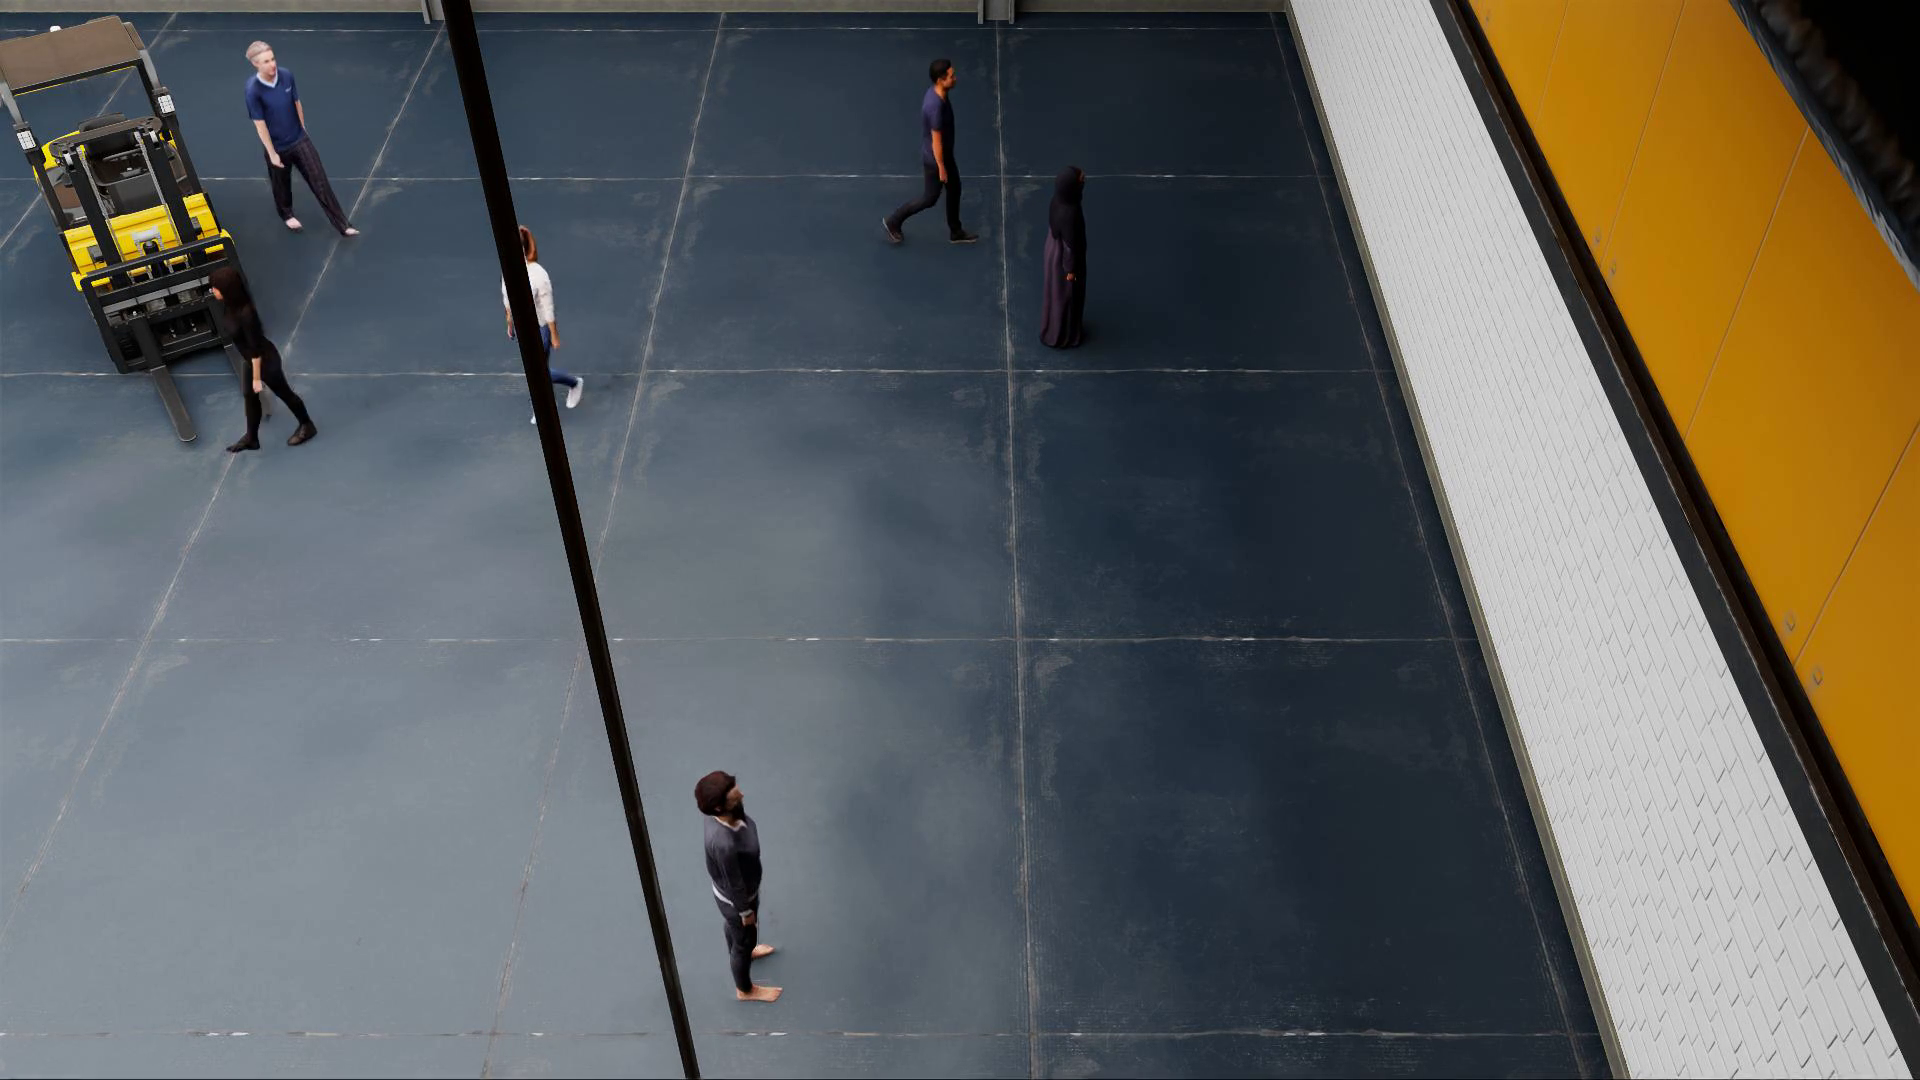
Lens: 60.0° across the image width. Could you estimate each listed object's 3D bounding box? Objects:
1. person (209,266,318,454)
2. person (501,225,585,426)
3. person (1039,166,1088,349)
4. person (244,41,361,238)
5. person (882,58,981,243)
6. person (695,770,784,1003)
[{"bbox_3d":[-5.147,-1.377,12.420,0.995,1.624,0.917,-31,52,-29],"label":"person"},{"bbox_3d":[-3.181,-1.649,12.644,0.803,1.709,0.858,27,50,26],"label":"person"},{"bbox_3d":[0.840,-2.304,13.399,0.629,1.616,0.622,-5,44,-5],"label":"person"},{"bbox_3d":[-5.938,-3.468,14.472,1.245,1.821,1.149,32,52,29],"label":"person"},{"bbox_3d":[-0.279,-3.295,14.331,1.123,1.765,0.756,6,44,6],"label":"person"},{"bbox_3d":[-1.206,1.849,8.930,0.600,1.767,0.661,-10,44,-10],"label":"person"}]
